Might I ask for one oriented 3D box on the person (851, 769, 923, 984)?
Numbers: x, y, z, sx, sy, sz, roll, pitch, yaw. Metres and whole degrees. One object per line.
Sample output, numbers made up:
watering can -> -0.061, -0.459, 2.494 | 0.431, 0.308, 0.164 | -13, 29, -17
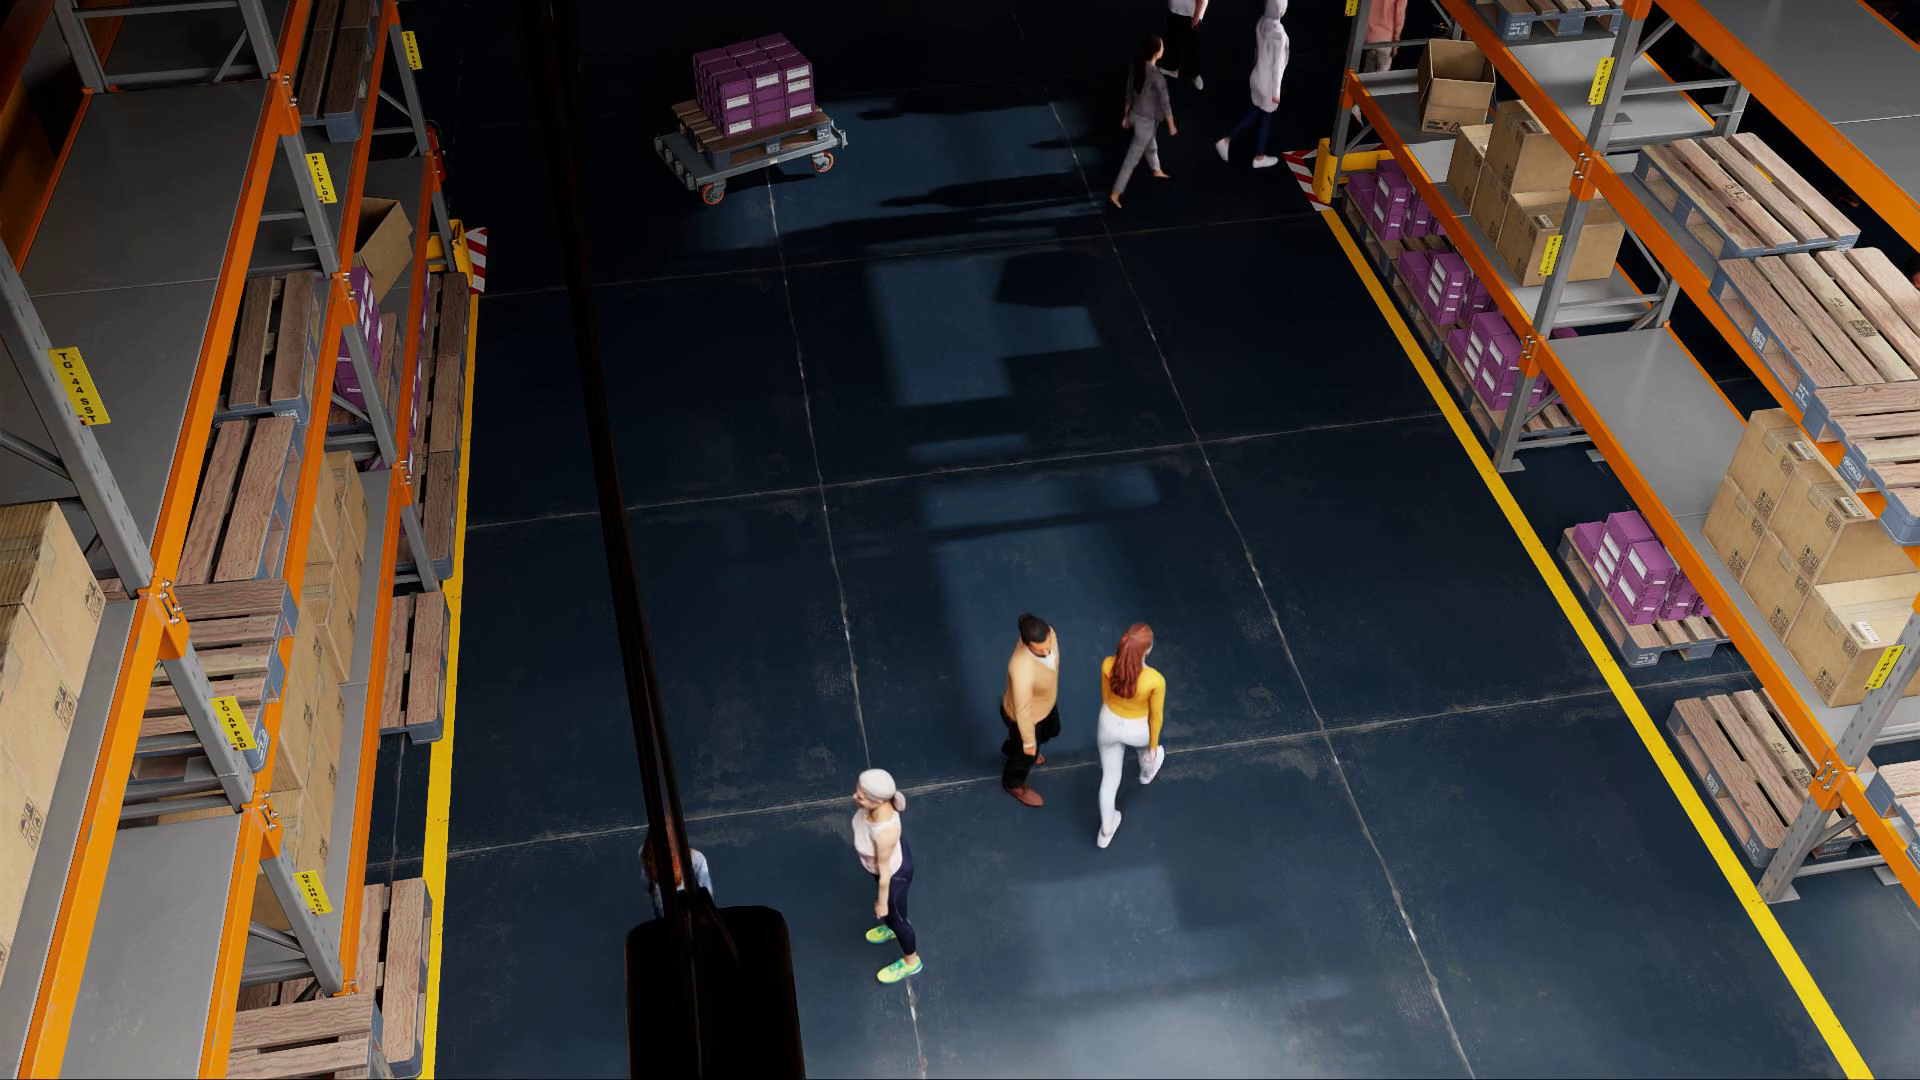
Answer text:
person -> -0.390, 1.821, 9.193 | 0.651, 1.698, 0.500 | -9, 44, -9

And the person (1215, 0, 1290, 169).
person -> 2.768, -4.241, 15.509 | 0.750, 1.764, 0.872 | -13, 45, -13

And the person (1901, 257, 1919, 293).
person -> 6.970, -1.470, 12.680 | 0.762, 1.655, 1.102 | -15, 46, -15

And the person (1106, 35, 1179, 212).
person -> 1.598, -3.713, 15.059 | 0.956, 1.620, 1.139 | -22, 48, -22

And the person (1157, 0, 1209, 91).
person -> 2.248, -5.416, 16.817 | 0.916, 1.661, 0.743 | -13, 45, -13

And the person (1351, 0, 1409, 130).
person -> 4.074, -4.875, 16.219 | 0.952, 1.702, 0.963 | -30, 51, -28

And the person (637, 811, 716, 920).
person -> -1.569, 2.040, 9.141 | 0.754, 1.453, 1.048 | 4, 44, 4

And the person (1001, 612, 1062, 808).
person -> 0.402, 0.998, 10.040 | 0.935, 1.722, 0.820 | 8, 44, 8

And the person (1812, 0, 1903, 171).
person -> 8.406, -4.301, 15.608 | 0.719, 1.715, 0.623 | 10, 44, 10

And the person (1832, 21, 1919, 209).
person -> 8.484, -3.860, 15.077 | 0.688, 1.808, 0.599 | -4, 44, -5

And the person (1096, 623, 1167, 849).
person -> 0.948, 1.198, 9.832 | 0.927, 1.720, 1.111 | 15, 46, 15

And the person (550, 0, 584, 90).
person -> -4.013, -5.187, 16.870 | 0.601, 1.257, 0.495 | 4, 44, 5
